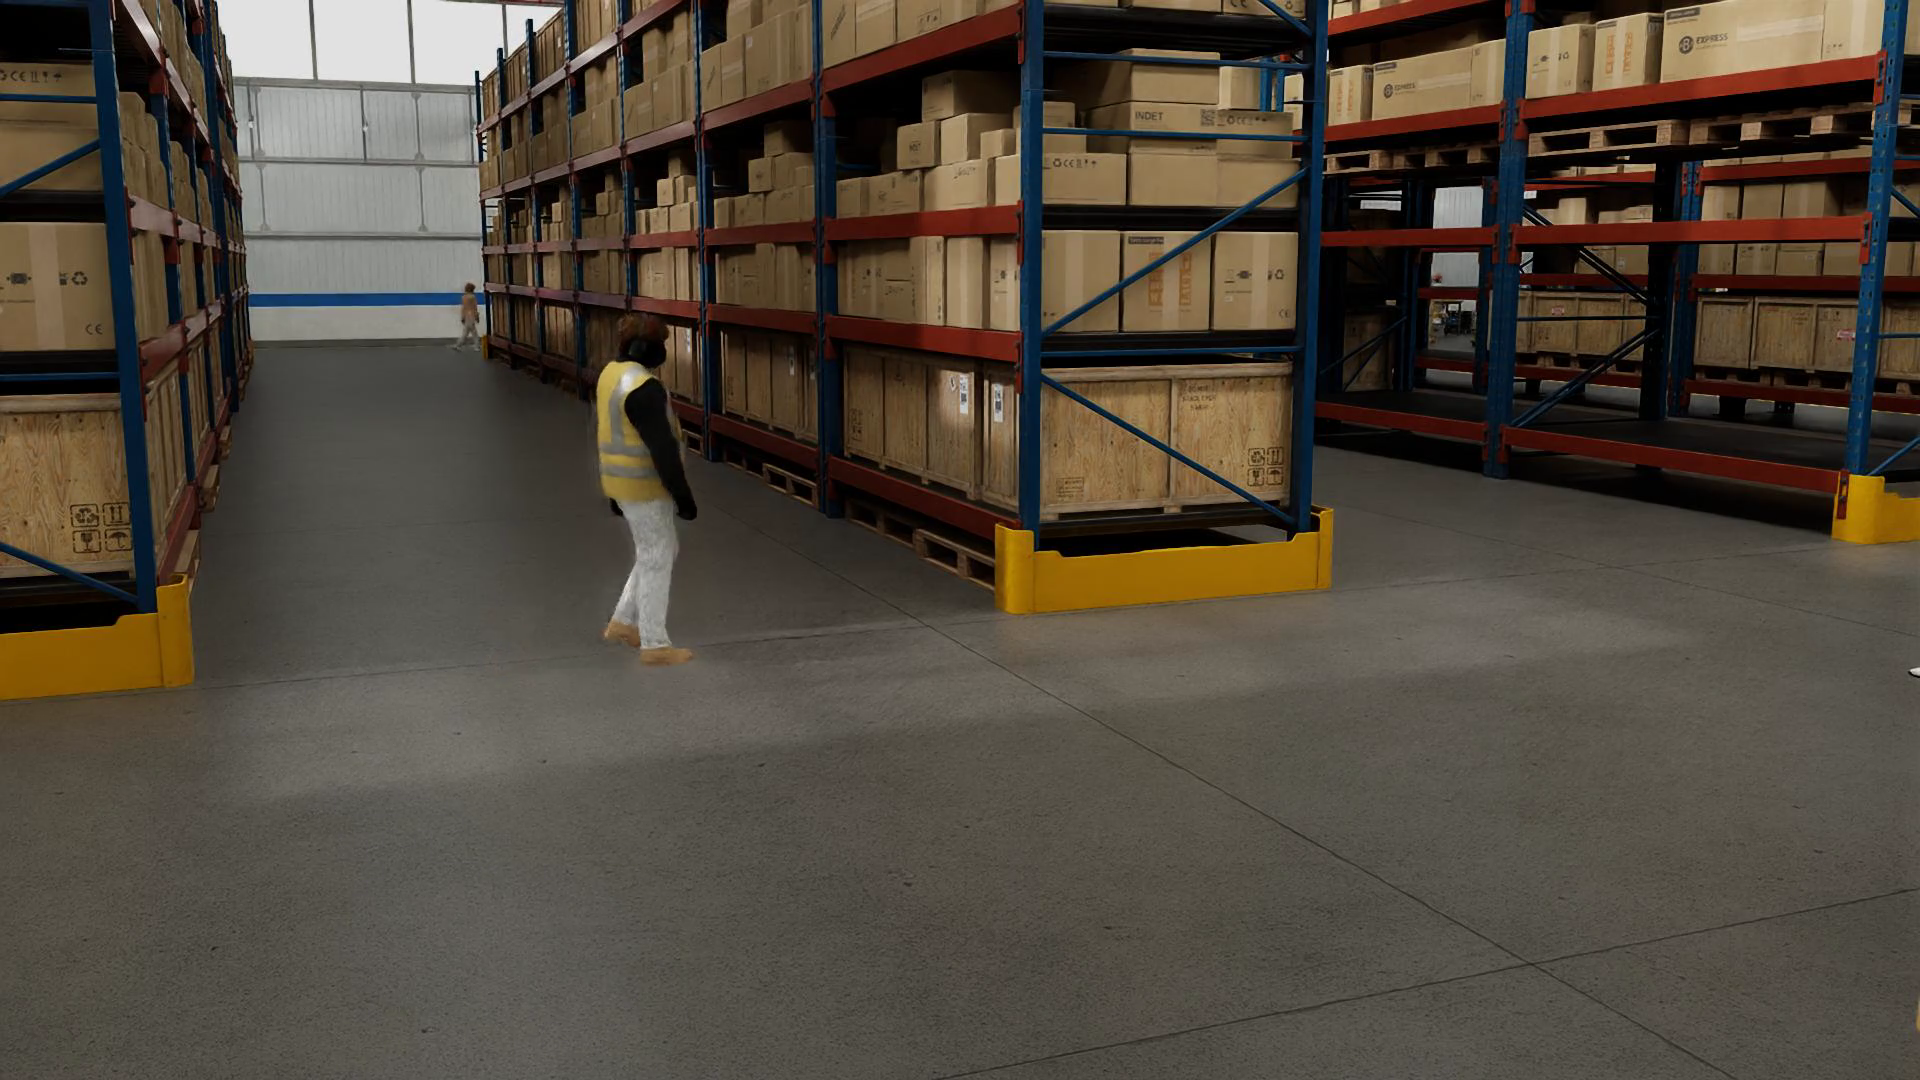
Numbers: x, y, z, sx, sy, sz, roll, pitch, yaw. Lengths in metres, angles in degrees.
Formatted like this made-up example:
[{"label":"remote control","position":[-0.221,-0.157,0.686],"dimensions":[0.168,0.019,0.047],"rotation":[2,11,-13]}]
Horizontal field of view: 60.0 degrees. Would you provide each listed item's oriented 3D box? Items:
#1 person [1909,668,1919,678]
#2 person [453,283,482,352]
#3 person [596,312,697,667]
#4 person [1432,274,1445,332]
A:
[{"label":"person","position":[4.979,-0.205,8.021],"dimensions":[0.404,1.903,0.636],"rotation":[-2,10,-13]},{"label":"person","position":[-11.414,-5.145,38.524],"dimensions":[0.532,1.597,0.789],"rotation":[9,13,43]},{"label":"person","position":[-1.615,-0.251,8.512],"dimensions":[0.439,1.822,0.633],"rotation":[-4,10,-23]},{"label":"person","position":[14.273,-7.083,49.689],"dimensions":[0.372,1.735,0.580],"rotation":[-6,11,-32]}]
